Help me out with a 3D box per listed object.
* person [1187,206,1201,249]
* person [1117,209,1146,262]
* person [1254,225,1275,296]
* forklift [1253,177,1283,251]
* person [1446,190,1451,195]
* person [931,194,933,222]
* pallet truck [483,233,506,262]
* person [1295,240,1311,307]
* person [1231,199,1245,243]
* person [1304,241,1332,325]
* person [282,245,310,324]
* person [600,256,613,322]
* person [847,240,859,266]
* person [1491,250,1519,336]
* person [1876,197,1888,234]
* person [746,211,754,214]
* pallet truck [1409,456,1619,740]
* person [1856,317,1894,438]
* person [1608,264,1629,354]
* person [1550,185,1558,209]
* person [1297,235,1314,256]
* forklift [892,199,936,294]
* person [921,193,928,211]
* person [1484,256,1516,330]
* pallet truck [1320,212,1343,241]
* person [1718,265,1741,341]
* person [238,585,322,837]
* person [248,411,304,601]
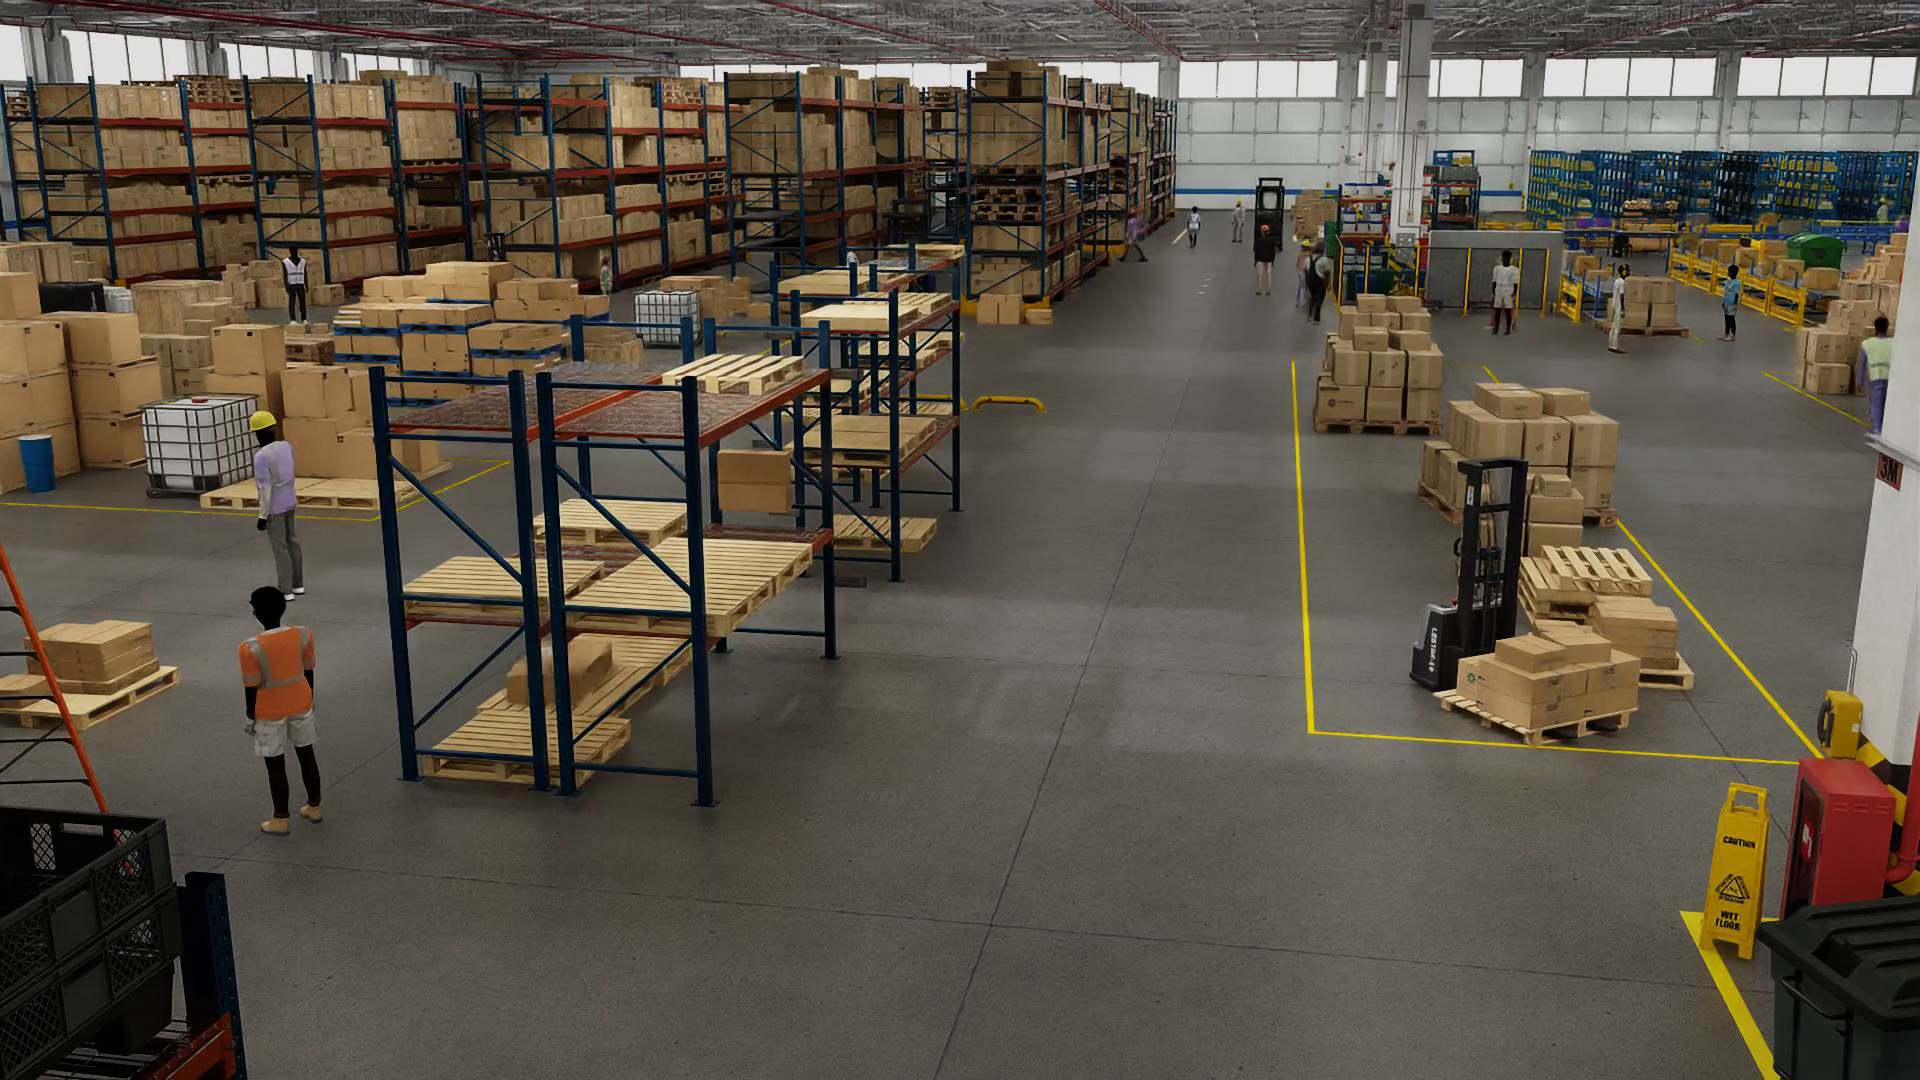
[{"bbox_3d":[9.292,-12.418,66.069,0.556,1.684,0.367,1,14,2],"label":"person"},{"bbox_3d":[6.183,-10.844,59.342,1.068,1.878,0.542,0,14,2],"label":"person"},{"bbox_3d":[8.660,-7.951,47.305,0.612,1.997,0.375,-3,14,-11],"label":"person"},{"bbox_3d":[12.083,-12.747,64.956,1.129,2.768,1.873,3,14,10],"label":"forklift"},{"bbox_3d":[22.783,-15.391,77.749,0.603,1.883,1.039,-7,15,-26],"label":"person"},{"bbox_3d":[-1.595,-17.191,85.297,0.329,1.765,0.526,-8,16,-30],"label":"person"},{"bbox_3d":[-11.832,-7.026,43.548,1.885,1.965,0.823,8,16,28],"label":"pallet truck"},{"bbox_3d":[9.149,-7.090,44.289,0.330,1.765,0.526,-5,15,-20],"label":"person"},{"bbox_3d":[11.640,-13.367,69.662,0.589,1.821,0.404,13,19,42],"label":"person"},{"bbox_3d":[8.674,-6.217,40.171,0.535,2.000,0.694,-10,17,-35],"label":"person"},{"bbox_3d":[-16.084,-6.176,40.285,0.592,1.911,0.385,-13,19,-43],"label":"person"},{"bbox_3d":[-8.590,-6.081,40.452,0.311,1.636,0.523,-3,14,-13],"label":"person"},{"bbox_3d":[-2.731,-6.705,42.480,0.355,1.883,0.573,-2,14,-6],"label":"person"},{"bbox_3d":[12.438,-5.635,37.994,0.598,1.958,0.375,12,18,39],"label":"person"},{"bbox_3d":[39.367,-13.716,71.076,0.421,1.816,0.617,4,15,18],"label":"person"},{"bbox_3d":[-8.990,-14.030,72.163,0.636,1.916,0.765,1,14,5],"label":"person"},{"bbox_3d":[4.504,0.400,13.395,0.823,1.965,1.885,-6,15,-23],"label":"pallet truck"},{"bbox_3d":[13.877,-2.409,25.059,0.624,1.884,0.791,2,14,8],"label":"person"},{"bbox_3d":[13.927,-4.876,35.072,0.328,1.877,0.514,1,14,5],"label":"person"},{"bbox_3d":[31.439,-17.920,88.095,0.374,1.840,0.569,-2,14,-9],"label":"person"},{"bbox_3d":[10.275,-8.261,49.413,0.518,1.585,0.876,5,15,20],"label":"person"},{"bbox_3d":[-1.314,-7.637,44.209,1.129,2.768,1.873,3,14,10],"label":"forklift"},{"bbox_3d":[-1.804,-17.142,84.686,0.630,1.955,0.908,1,14,5],"label":"person"},{"bbox_3d":[12.705,-5.766,38.969,0.742,1.737,0.523,12,18,39],"label":"person"},{"bbox_3d":[15.874,-13.227,70.310,0.680,1.201,1.601,10,17,35],"label":"pallet truck"},{"bbox_3d":[17.204,-5.285,37.118,0.320,1.690,0.536,0,14,0],"label":"person"},{"bbox_3d":[-4.513,1.128,11.059,0.318,1.698,0.533,10,17,34],"label":"person"},{"bbox_3d":[-6.813,-0.335,16.545,0.379,1.918,0.585,2,14,7],"label":"person"}]
